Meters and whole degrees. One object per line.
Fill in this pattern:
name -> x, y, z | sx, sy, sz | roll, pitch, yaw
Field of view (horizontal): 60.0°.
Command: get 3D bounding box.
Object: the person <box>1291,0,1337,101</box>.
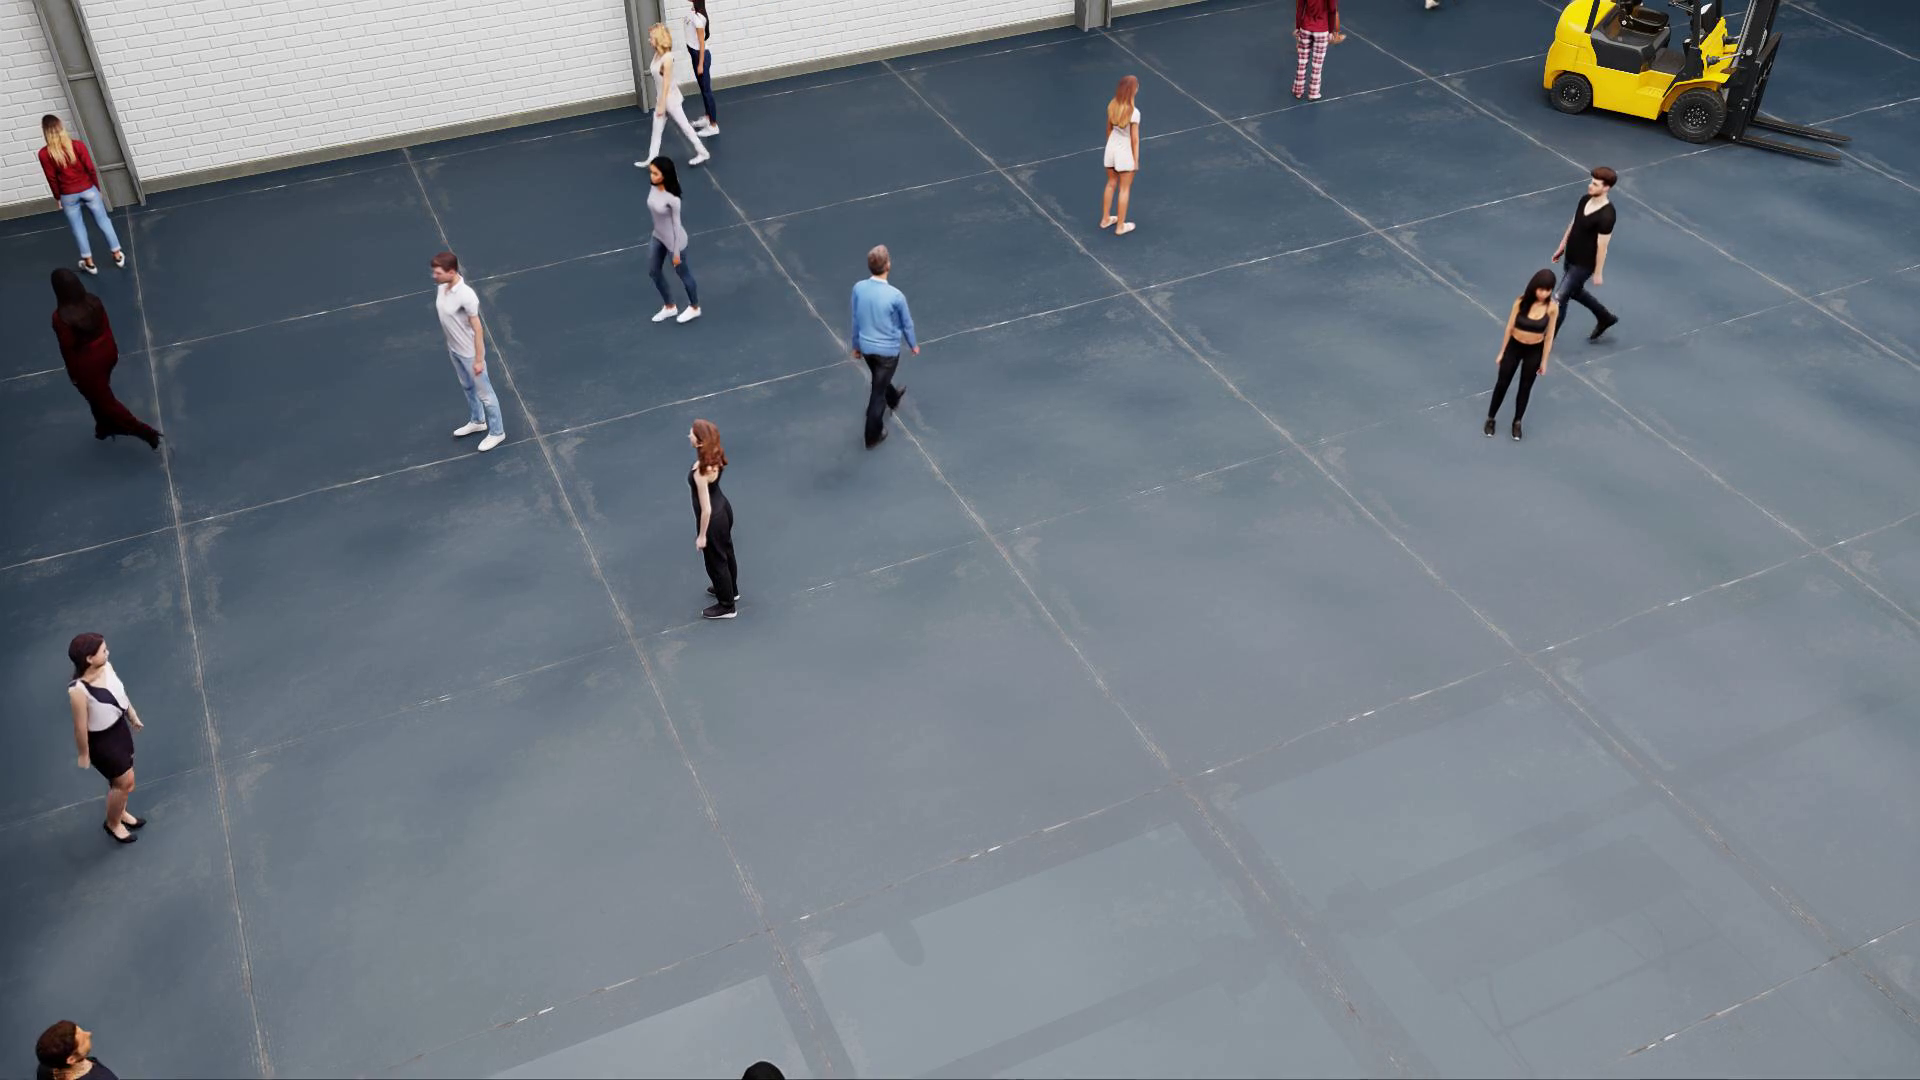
person -> 4.225, -6.096, 19.810 | 0.683, 1.710, 0.711 | 18, 42, 21

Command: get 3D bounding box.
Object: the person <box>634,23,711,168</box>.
person -> -3.117, -4.853, 18.317 | 1.073, 1.631, 0.603 | -17, 42, -20

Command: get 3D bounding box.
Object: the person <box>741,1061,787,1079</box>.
person -> -0.916, 3.141, 8.250 | 0.756, 1.701, 0.629 | 29, 47, 31

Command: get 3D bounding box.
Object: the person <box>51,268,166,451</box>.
person -> -7.217, -1.467, 13.997 | 1.143, 1.731, 1.028 | 8, 39, 10

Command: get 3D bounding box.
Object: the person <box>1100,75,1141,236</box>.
person -> 1.654, -3.982, 17.179 | 0.629, 1.689, 0.638 | -29, 47, -31

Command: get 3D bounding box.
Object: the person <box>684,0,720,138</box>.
person -> -2.956, -5.512, 19.026 | 0.560, 1.775, 0.617 | -10, 40, -12

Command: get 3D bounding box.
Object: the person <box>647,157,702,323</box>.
person -> -2.649, -2.847, 15.735 | 0.779, 1.717, 0.714 | -27, 46, -29

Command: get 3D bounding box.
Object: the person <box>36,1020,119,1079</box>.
person -> -4.296, 3.087, 8.227 | 1.050, 1.815, 1.275 | 25, 45, 28

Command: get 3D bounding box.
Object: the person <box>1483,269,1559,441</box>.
person -> 4.848, -1.620, 14.264 | 0.637, 1.636, 0.703 | 12, 40, 15

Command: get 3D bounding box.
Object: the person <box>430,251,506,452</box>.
person -> -4.182, -1.631, 14.100 | 0.715, 1.857, 0.669 | 32, 48, 33

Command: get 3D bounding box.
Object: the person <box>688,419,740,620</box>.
person -> -1.823, -0.168, 12.356 | 0.670, 1.748, 0.654 | 2, 39, 3

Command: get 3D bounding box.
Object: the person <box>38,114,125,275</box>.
person -> -8.784, -3.453, 16.566 | 0.501, 1.627, 0.689 | -24, 44, -27

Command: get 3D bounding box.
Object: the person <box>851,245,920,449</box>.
person -> -0.725, -1.592, 14.121 | 1.045, 1.771, 1.189 | 19, 42, 22

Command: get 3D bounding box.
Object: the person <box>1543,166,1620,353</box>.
person -> 5.782, -2.559, 15.254 | 1.263, 1.868, 0.933 | -3, 39, -4

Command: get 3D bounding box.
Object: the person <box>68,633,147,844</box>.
person -> -5.500, 1.294, 10.633 | 0.724, 1.613, 0.687 | 7, 39, 9
